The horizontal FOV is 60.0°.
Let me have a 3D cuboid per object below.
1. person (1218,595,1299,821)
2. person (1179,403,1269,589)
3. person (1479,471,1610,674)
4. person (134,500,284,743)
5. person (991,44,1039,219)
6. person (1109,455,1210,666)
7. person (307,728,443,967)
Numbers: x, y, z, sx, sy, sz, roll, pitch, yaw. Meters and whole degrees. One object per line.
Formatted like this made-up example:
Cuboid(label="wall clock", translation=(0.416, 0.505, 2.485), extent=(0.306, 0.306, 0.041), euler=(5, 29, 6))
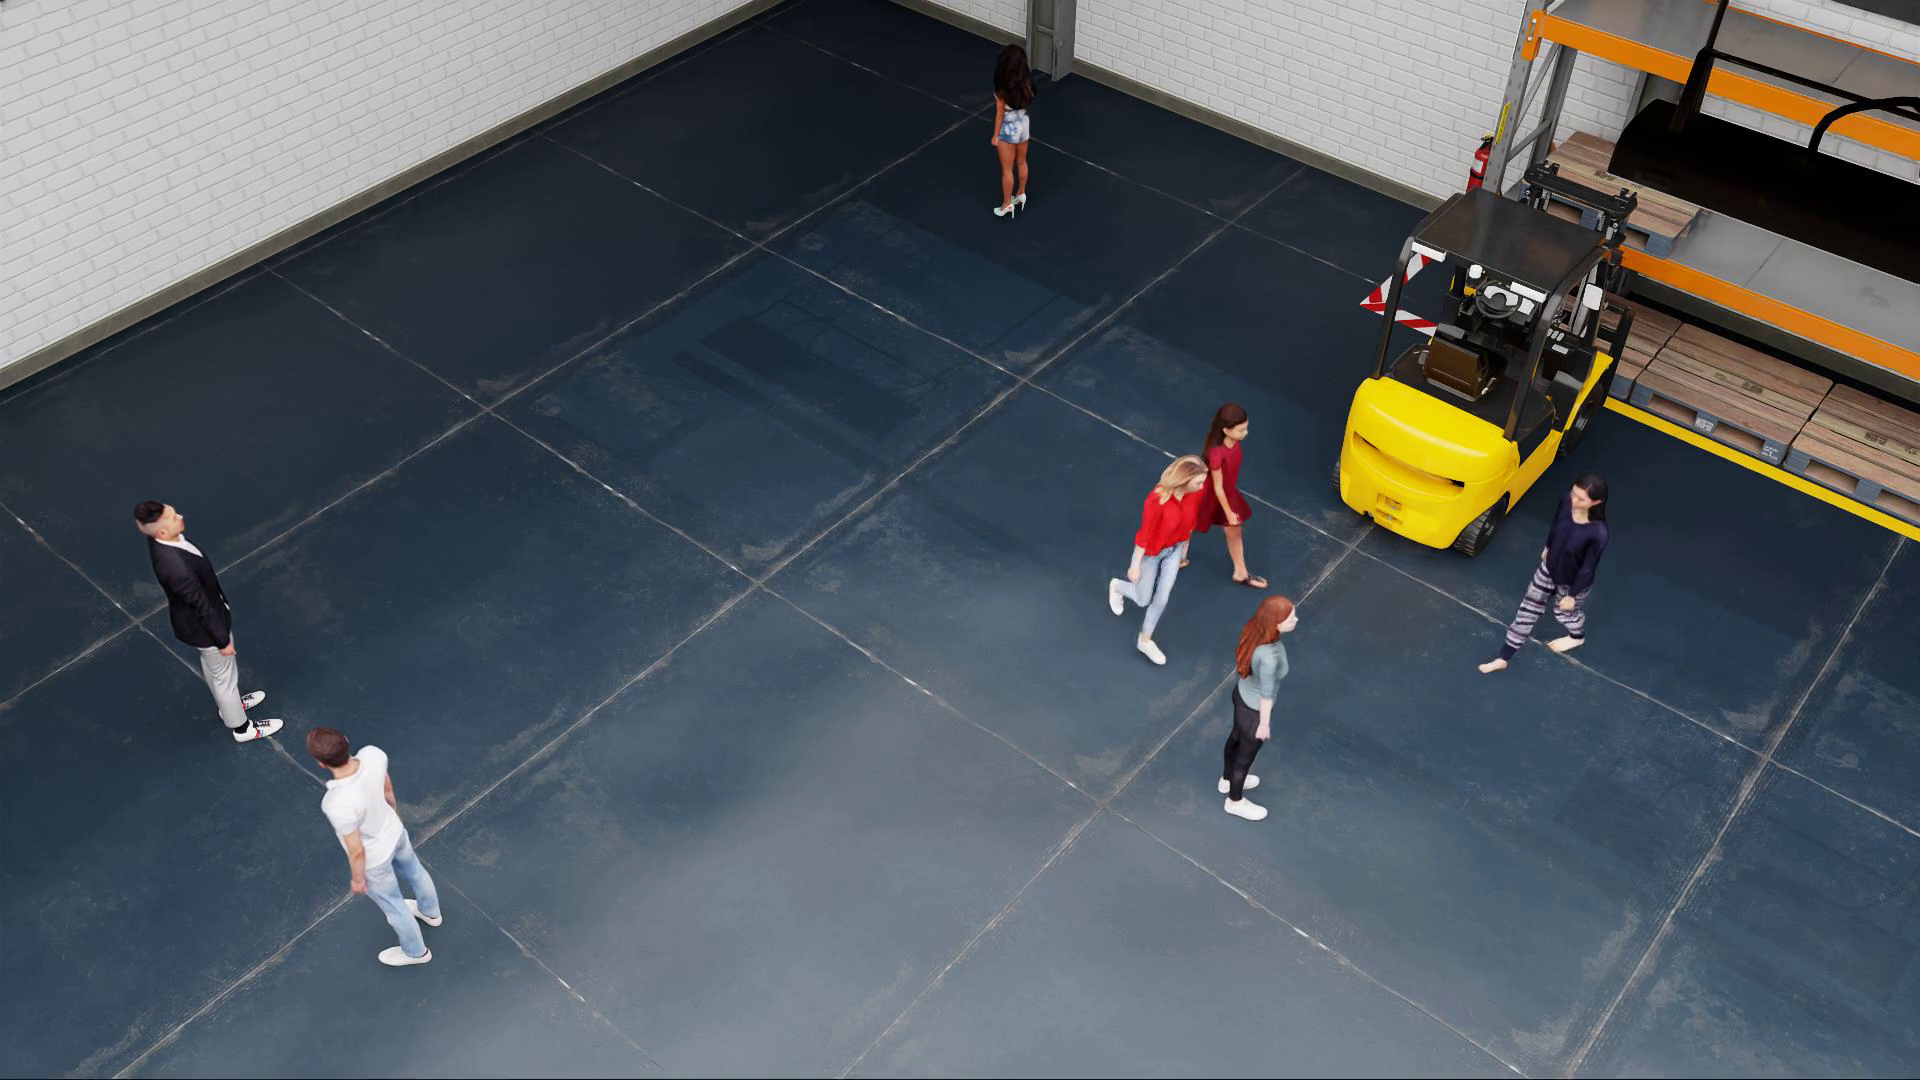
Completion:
Cuboid(label="person", translation=(1.724, 0.959, 9.708), extent=(0.705, 1.742, 0.662), euler=(1, 44, 1))
Cuboid(label="person", translation=(1.632, -0.315, 11.216), extent=(1.064, 1.507, 0.581), euler=(24, 49, 23))
Cuboid(label="person", translation=(3.921, 0.197, 10.551), extent=(1.034, 1.683, 1.109), euler=(-15, 46, -15))
Cuboid(label="person", translation=(-4.612, 0.457, 10.085), extent=(0.827, 1.950, 0.614), euler=(-27, 50, -25))
Cuboid(label="person", translation=(0.457, -3.573, 14.550), extent=(0.534, 1.626, 0.543), euler=(30, 51, 28))
Cuboid(label="person", translation=(1.240, 0.045, 10.717), extent=(0.819, 1.675, 0.956), euler=(-19, 47, -19))
Cuboid(label="person", translation=(-3.118, 1.632, 8.921), extent=(0.727, 1.855, 0.730), euler=(7, 44, 7))
